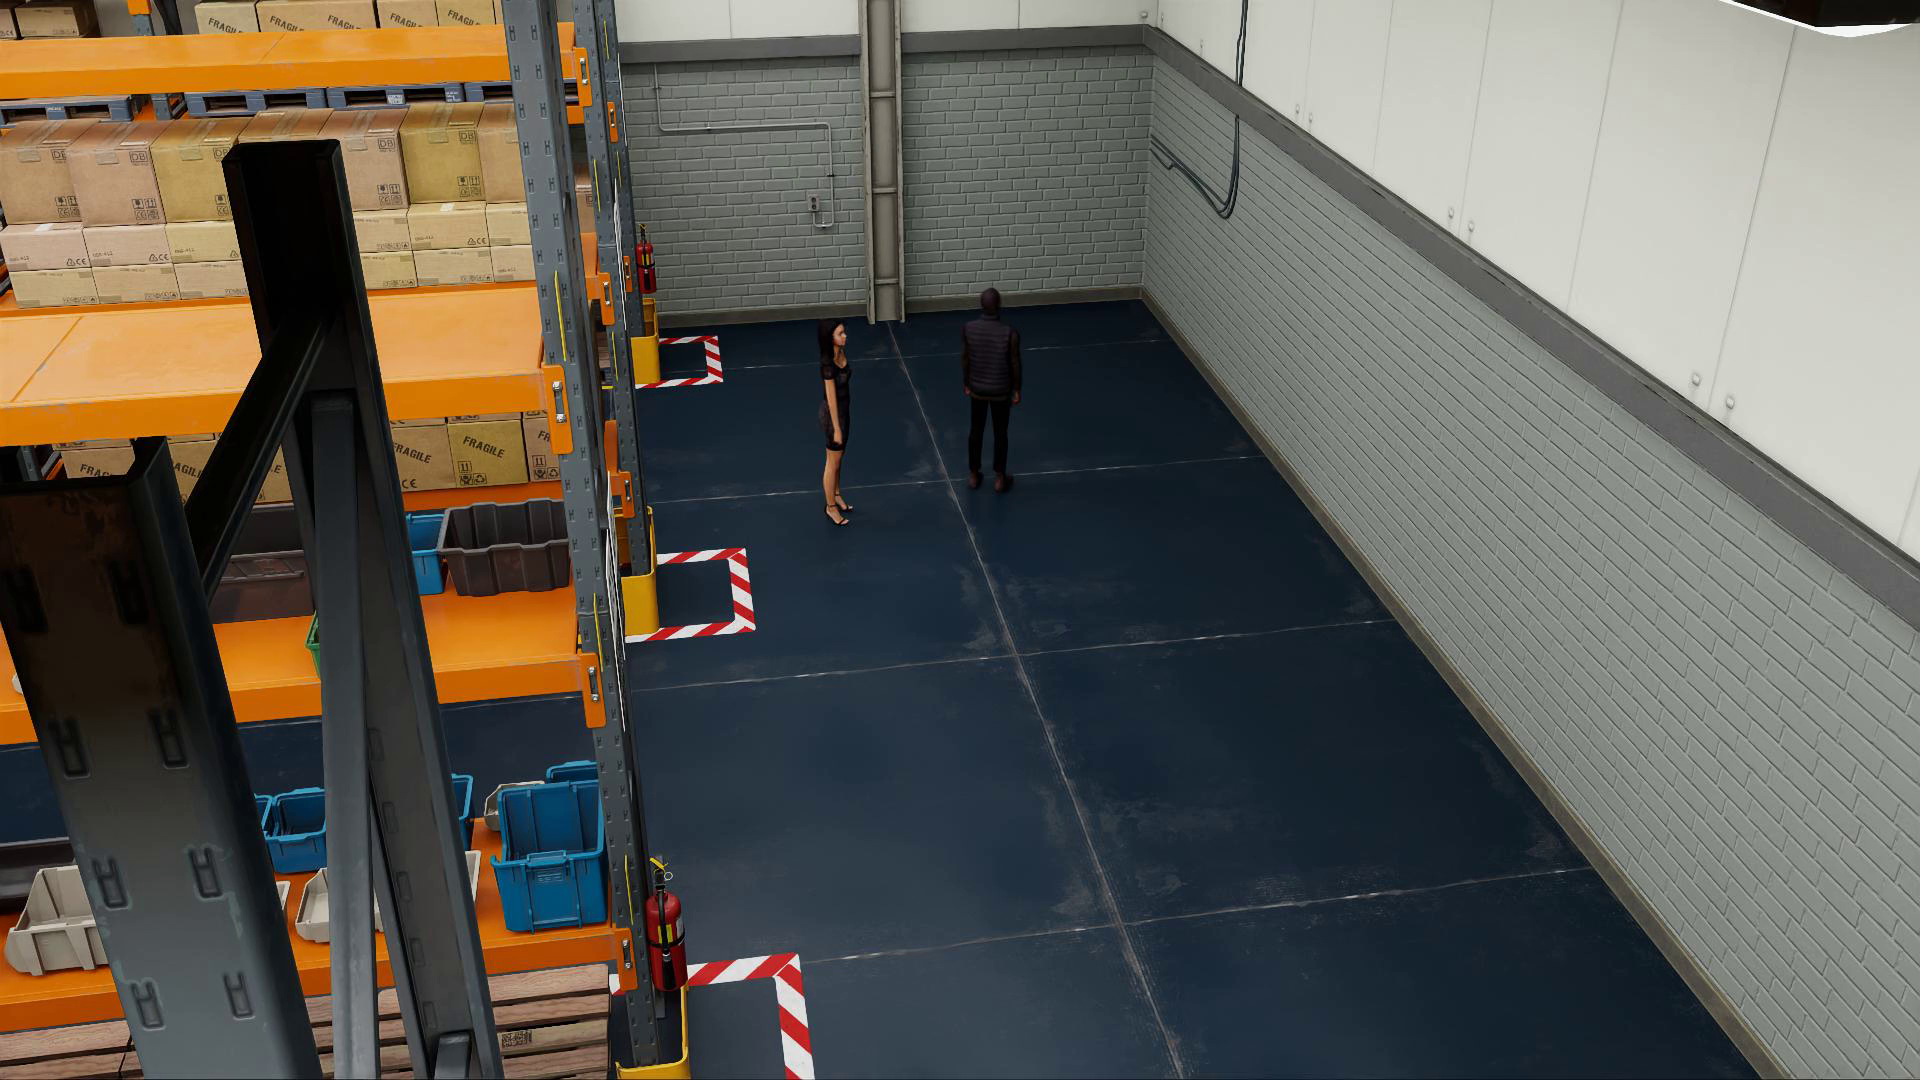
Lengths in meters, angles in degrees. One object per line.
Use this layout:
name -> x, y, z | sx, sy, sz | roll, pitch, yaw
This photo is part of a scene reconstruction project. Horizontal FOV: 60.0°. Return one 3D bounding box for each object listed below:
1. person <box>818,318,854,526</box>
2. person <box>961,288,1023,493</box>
person -> -1.040, -1.001, 13.868 | 0.581, 1.792, 0.643 | 3, 28, 5
person -> 0.261, -1.303, 14.387 | 0.695, 1.836, 0.835 | 9, 29, 16
